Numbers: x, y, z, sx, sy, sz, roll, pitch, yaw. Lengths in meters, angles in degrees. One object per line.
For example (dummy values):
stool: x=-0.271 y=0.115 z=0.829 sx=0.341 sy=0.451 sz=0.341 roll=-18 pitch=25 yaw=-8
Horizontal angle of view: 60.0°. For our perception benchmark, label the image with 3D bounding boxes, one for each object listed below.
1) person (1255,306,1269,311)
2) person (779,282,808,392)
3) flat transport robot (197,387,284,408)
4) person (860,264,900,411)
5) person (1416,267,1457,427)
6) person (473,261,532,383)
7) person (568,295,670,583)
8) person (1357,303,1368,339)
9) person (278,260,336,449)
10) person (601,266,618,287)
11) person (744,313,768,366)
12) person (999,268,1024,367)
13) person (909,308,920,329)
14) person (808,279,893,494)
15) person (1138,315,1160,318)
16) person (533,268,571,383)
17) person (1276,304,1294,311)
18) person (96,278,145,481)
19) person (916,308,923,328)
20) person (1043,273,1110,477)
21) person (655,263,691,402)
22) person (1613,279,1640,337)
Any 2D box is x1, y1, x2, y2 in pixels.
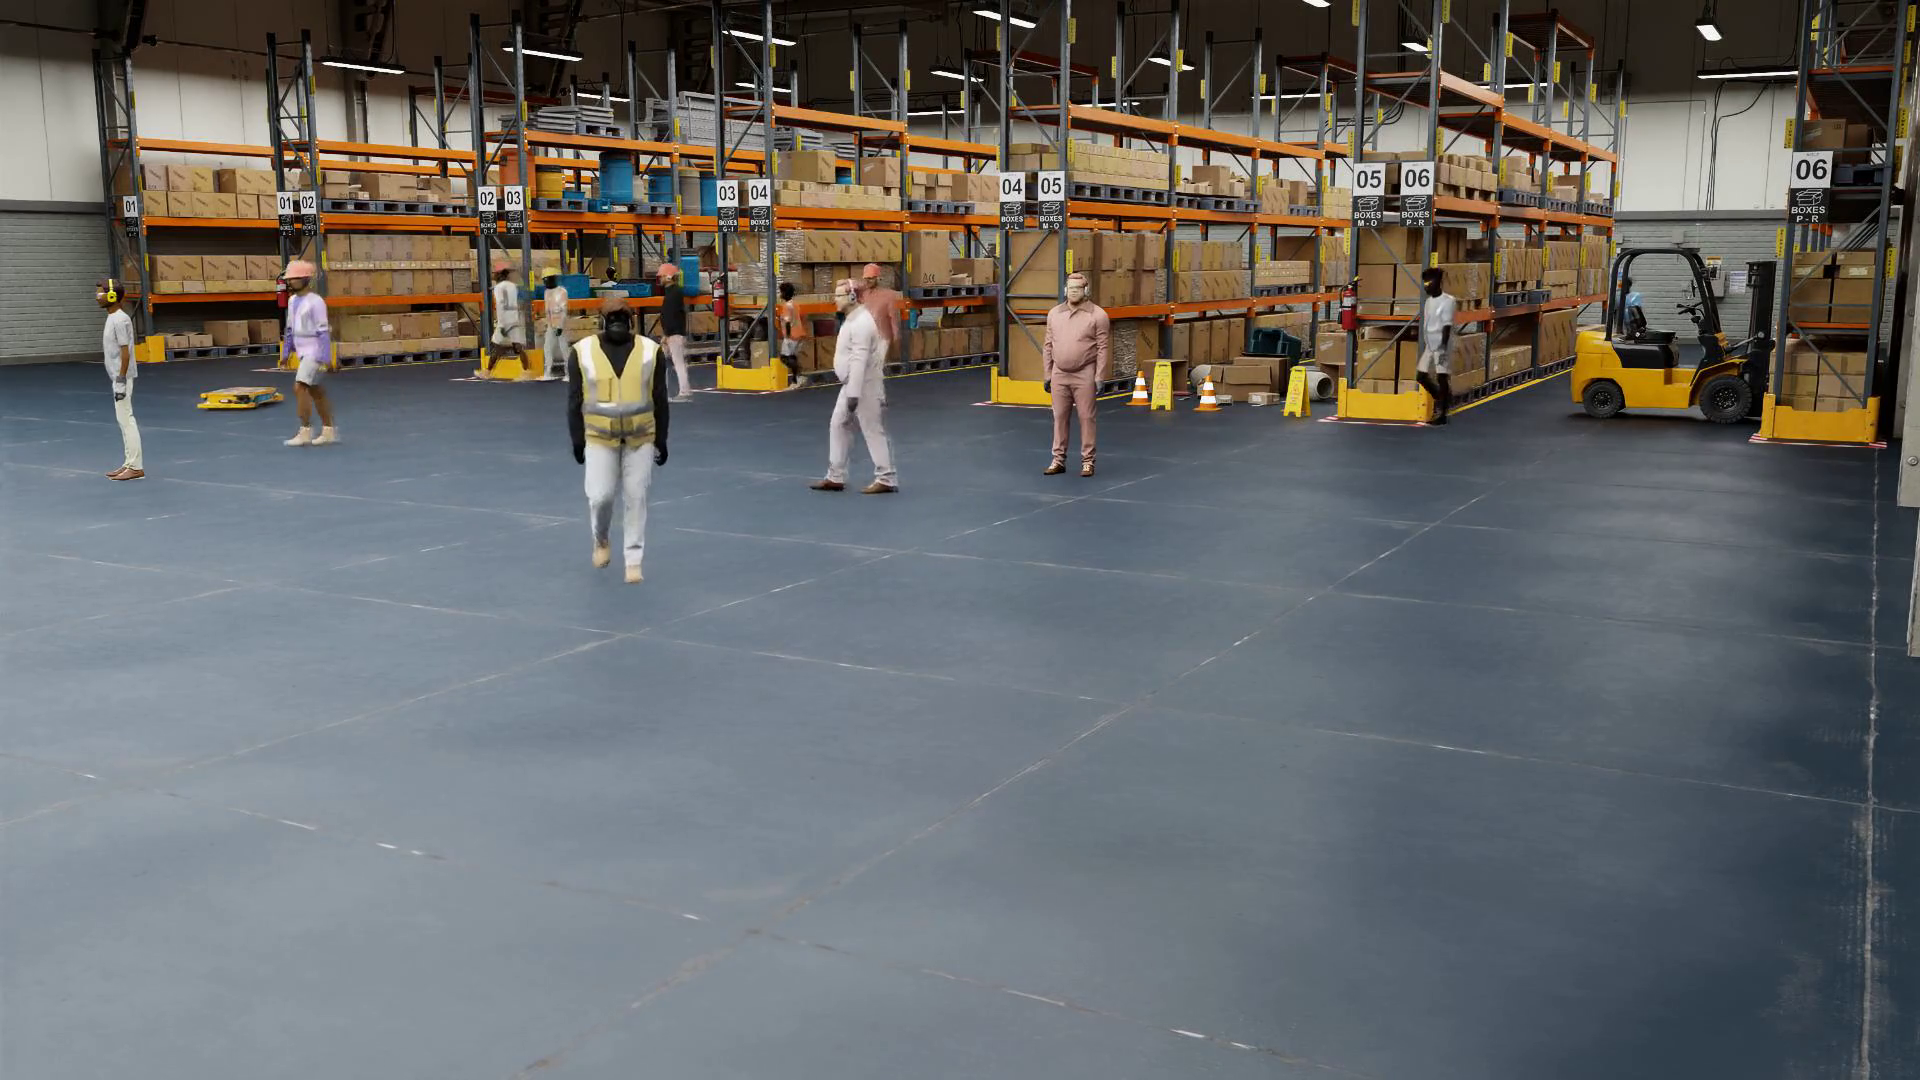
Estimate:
person: x=6.773 y=-5.147 z=37.171 sx=0.957 sy=1.778 sz=0.642 roll=-1 pitch=10 yaw=-8
person: x=-2.555 y=-3.081 z=25.309 sx=0.371 sy=1.682 sz=0.543 roll=2 pitch=10 yaw=14
flat transport robot: x=-9.912 y=-1.969 z=22.936 sx=0.652 sy=0.197 sz=1.431 roll=-1 pitch=10 yaw=-3
person: x=-1.200 y=-2.665 z=22.069 sx=0.663 sy=1.958 sz=0.900 roll=5 pitch=11 yaw=27
person: x=5.798 y=-2.337 z=20.196 sx=0.410 sy=1.941 sz=0.642 roll=-3 pitch=10 yaw=-19
person: x=-7.478 y=-3.553 z=27.198 sx=1.055 sy=1.978 sz=0.606 roll=4 pitch=10 yaw=21
person: x=-2.172 y=-0.644 z=10.628 sx=0.628 sy=1.832 sz=0.493 roll=-3 pitch=10 yaw=-15
person: x=8.763 y=-5.045 z=36.320 sx=0.510 sy=1.860 sz=0.333 roll=2 pitch=10 yaw=11
person: x=-7.146 y=-1.995 z=17.975 sx=0.798 sy=2.013 sz=0.623 roll=-9 pitch=13 yaw=-43
person: x=-6.765 y=-4.405 z=32.516 sx=0.509 sy=1.877 sz=0.328 roll=4 pitch=11 yaw=23
person: x=-3.782 y=-4.283 z=31.569 sx=0.629 sy=1.938 sz=1.023 roll=6 pitch=12 yaw=33
person: x=1.033 y=-4.193 z=31.249 sx=0.591 sy=1.890 sz=0.919 roll=5 pitch=11 yaw=26
person: x=-1.087 y=-5.062 z=36.444 sx=0.389 sy=1.845 sz=0.564 roll=-7 pitch=12 yaw=-36
person: x=-0.979 y=-1.322 z=14.476 sx=0.854 sy=1.868 sz=0.666 roll=-2 pitch=10 yaw=-13
person: x=3.911 y=-4.788 z=34.579 sx=0.551 sy=1.932 sz=0.378 roll=4 pitch=11 yaw=24
person: x=-6.705 y=-3.517 z=27.336 sx=0.587 sy=1.871 sz=0.809 roll=6 pitch=11 yaw=31
person: x=7.567 y=-5.420 z=38.370 sx=0.655 sy=1.907 sz=0.680 roll=-4 pitch=11 yaw=-23
person: x=-7.816 y=-1.486 z=15.439 sx=0.325 sy=1.871 sz=0.521 roll=-6 pitch=11 yaw=-31
person: x=-1.080 y=-5.160 z=37.032 sx=0.634 sy=1.842 sz=0.429 roll=7 pitch=12 yaw=35
person: x=1.073 y=-1.553 z=15.709 sx=0.643 sy=1.913 sz=0.408 roll=4 pitch=11 yaw=23
person: x=-4.186 y=-2.924 z=23.581 sx=0.747 sy=1.970 sz=0.617 roll=-3 pitch=10 yaw=-15
person: x=13.062 y=-4.313 z=32.639 sx=0.530 sy=1.652 sz=0.891 roll=5 pitch=11 yaw=28
